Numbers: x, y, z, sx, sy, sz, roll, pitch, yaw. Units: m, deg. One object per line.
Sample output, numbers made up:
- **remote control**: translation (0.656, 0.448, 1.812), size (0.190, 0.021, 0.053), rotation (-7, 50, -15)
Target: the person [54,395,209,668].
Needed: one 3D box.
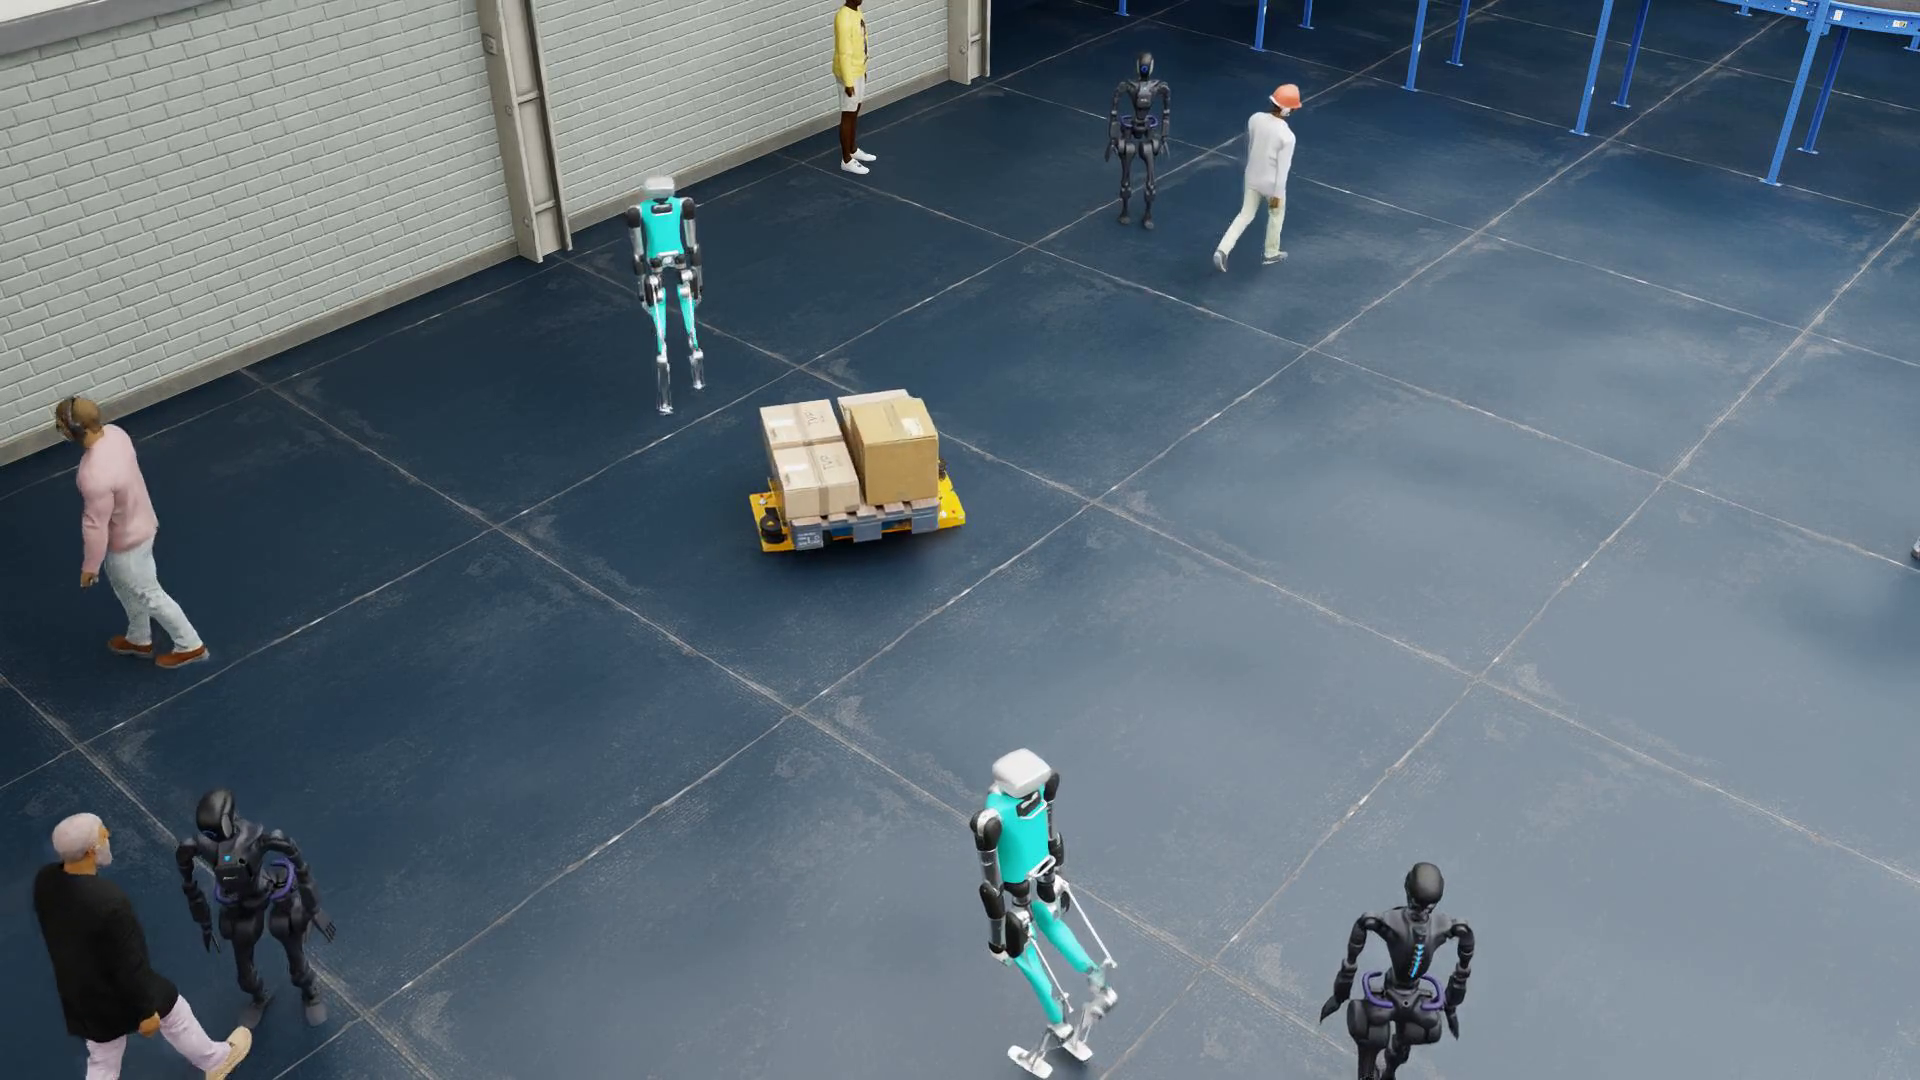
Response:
- **person**: translation (-5.056, -0.005, 9.999), size (0.624, 1.914, 0.667), rotation (-9, 37, -13)

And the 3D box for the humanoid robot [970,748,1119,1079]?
- **humanoid robot**: translation (0.462, 1.797, 7.596), size (0.838, 1.754, 0.551), rotation (26, 43, 31)

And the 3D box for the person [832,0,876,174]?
- **person**: translation (-1.061, -4.599, 16.442), size (0.375, 1.898, 0.541), rotation (7, 36, 10)

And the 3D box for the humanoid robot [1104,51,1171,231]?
- **humanoid robot**: translation (1.648, -3.672, 15.327), size (0.609, 1.646, 0.444), rotation (-2, 36, -3)

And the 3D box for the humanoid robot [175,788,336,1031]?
- **humanoid robot**: translation (-3.263, 1.727, 7.765), size (0.609, 1.639, 0.414), rotation (-5, 36, -8)

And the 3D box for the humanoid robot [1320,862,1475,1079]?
- **humanoid robot**: translation (1.920, 2.078, 7.309), size (0.611, 1.649, 0.760), rotation (2, 36, 3)

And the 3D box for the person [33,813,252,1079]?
- **person**: translation (-3.713, 1.956, 7.316), size (0.529, 1.807, 0.874), rotation (13, 37, 17)

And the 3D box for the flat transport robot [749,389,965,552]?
- **flat transport robot**: translation (-0.734, -0.256, 11.748), size (1.431, 0.231, 0.659), rotation (-8, 36, -12)

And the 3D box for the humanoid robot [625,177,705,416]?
- **humanoid robot**: translation (-2.152, -1.805, 12.692), size (0.542, 1.803, 0.809), rotation (-14, 38, -18)

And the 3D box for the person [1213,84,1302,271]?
- **person**: translation (2.645, -3.153, 14.564), size (0.784, 1.711, 0.557), rotation (-25, 42, -31)

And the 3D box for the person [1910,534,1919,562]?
- **person**: translation (6.739, -0.630, 10.919), size (0.559, 1.838, 0.377), rotation (-18, 39, -24)
